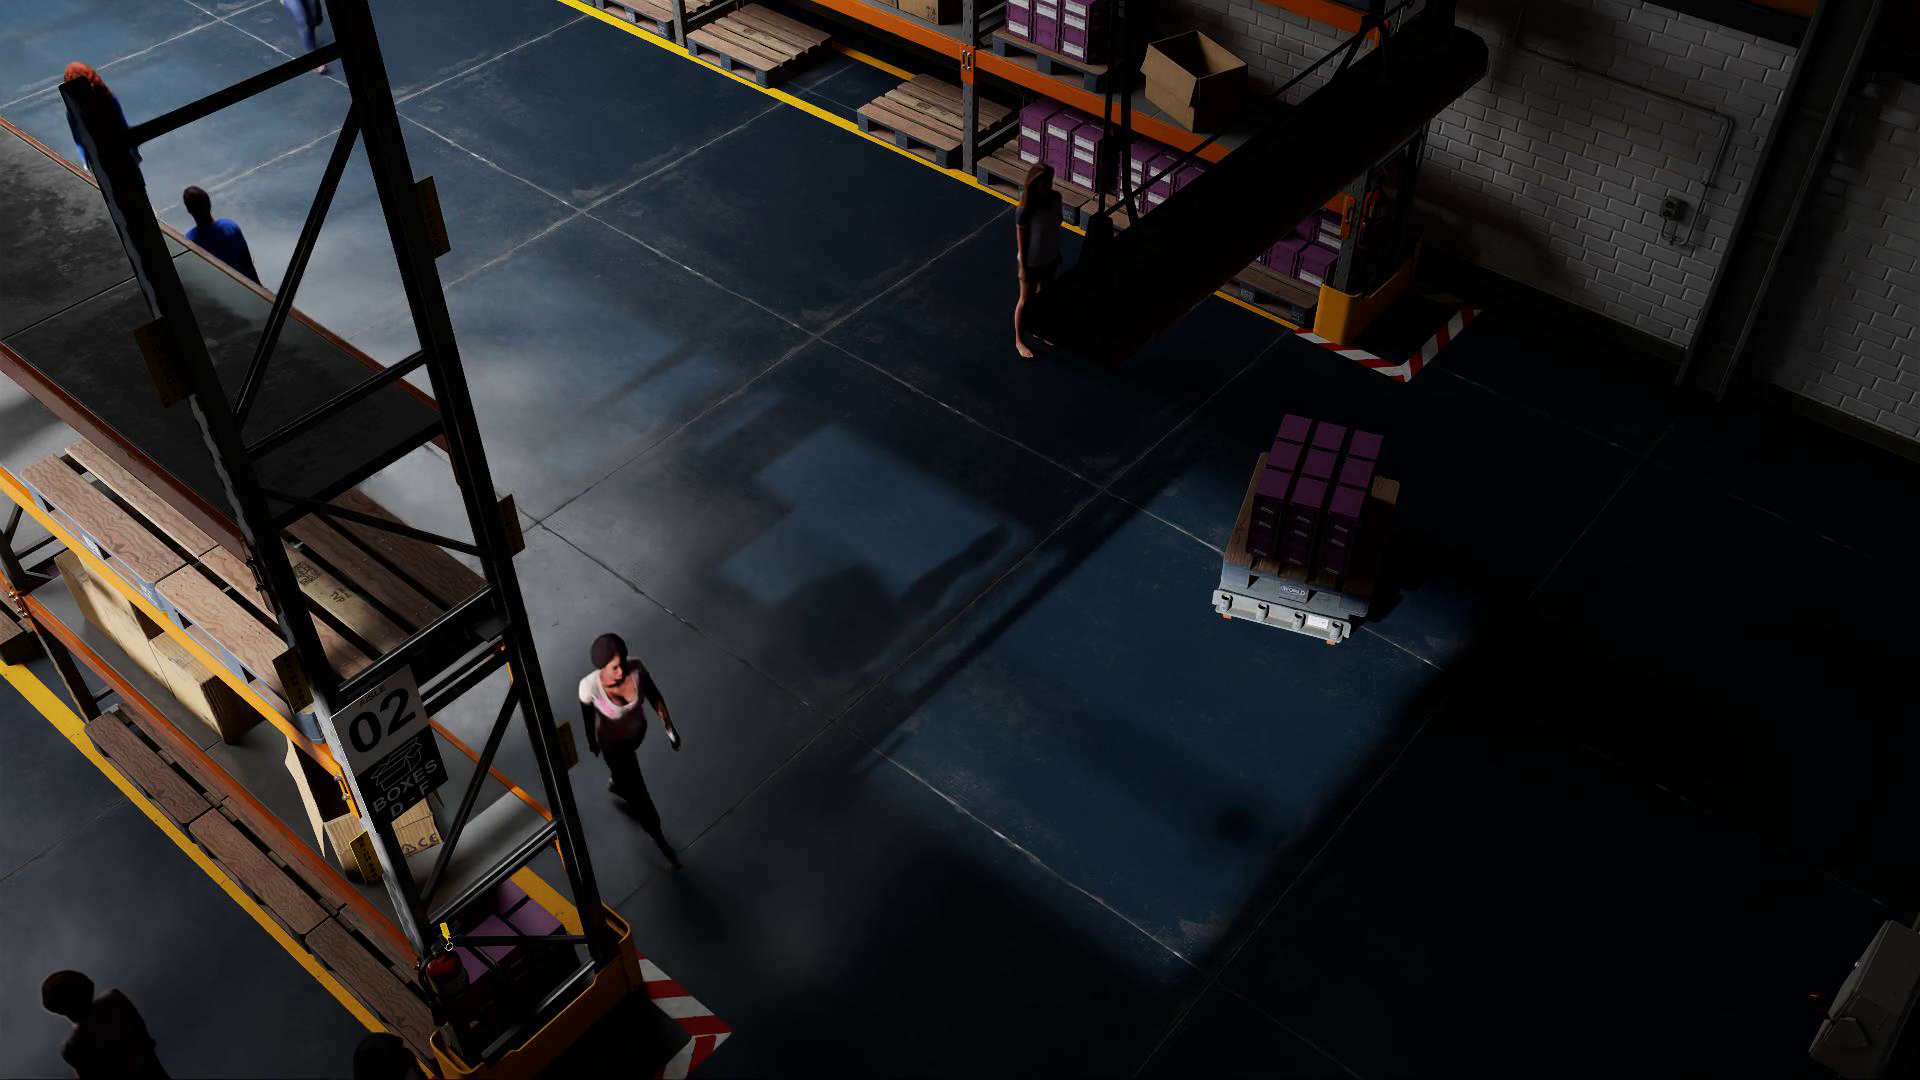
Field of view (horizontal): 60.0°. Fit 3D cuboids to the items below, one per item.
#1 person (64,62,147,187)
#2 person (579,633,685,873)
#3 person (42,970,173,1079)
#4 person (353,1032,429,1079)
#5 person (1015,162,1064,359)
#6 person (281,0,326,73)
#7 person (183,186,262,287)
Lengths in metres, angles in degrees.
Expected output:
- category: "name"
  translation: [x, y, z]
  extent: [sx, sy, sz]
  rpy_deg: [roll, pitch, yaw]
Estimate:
- category: "person"
  translation: [-7.223, -3.203, 14.279]
  extent: [0.685, 1.816, 0.616]
  rpy_deg: [32, 52, 29]
- category: "person"
  translation: [-2.040, 1.111, 9.838]
  extent: [1.165, 1.695, 0.697]
  rpy_deg: [33, 53, 30]
- category: "person"
  translation: [-4.139, 2.648, 8.257]
  extent: [0.654, 1.651, 0.655]
  rpy_deg: [11, 45, 11]
- category: "person"
  translation: [-2.722, 2.859, 8.016]
  extent: [1.098, 1.677, 0.938]
  rpy_deg: [8, 44, 8]
- category: "person"
  translation: [0.618, -2.271, 13.361]
  extent: [0.628, 1.733, 0.592]
  rpy_deg: [-30, 51, -28]
- category: "person"
  translation: [-6.772, -5.641, 16.996]
  extent: [0.810, 1.598, 1.019]
  rpy_deg: [-19, 47, -19]
- category: "person"
  translation: [-5.561, -1.822, 12.808]
  extent: [0.882, 1.845, 0.614]
  rpy_deg: [32, 52, 29]
